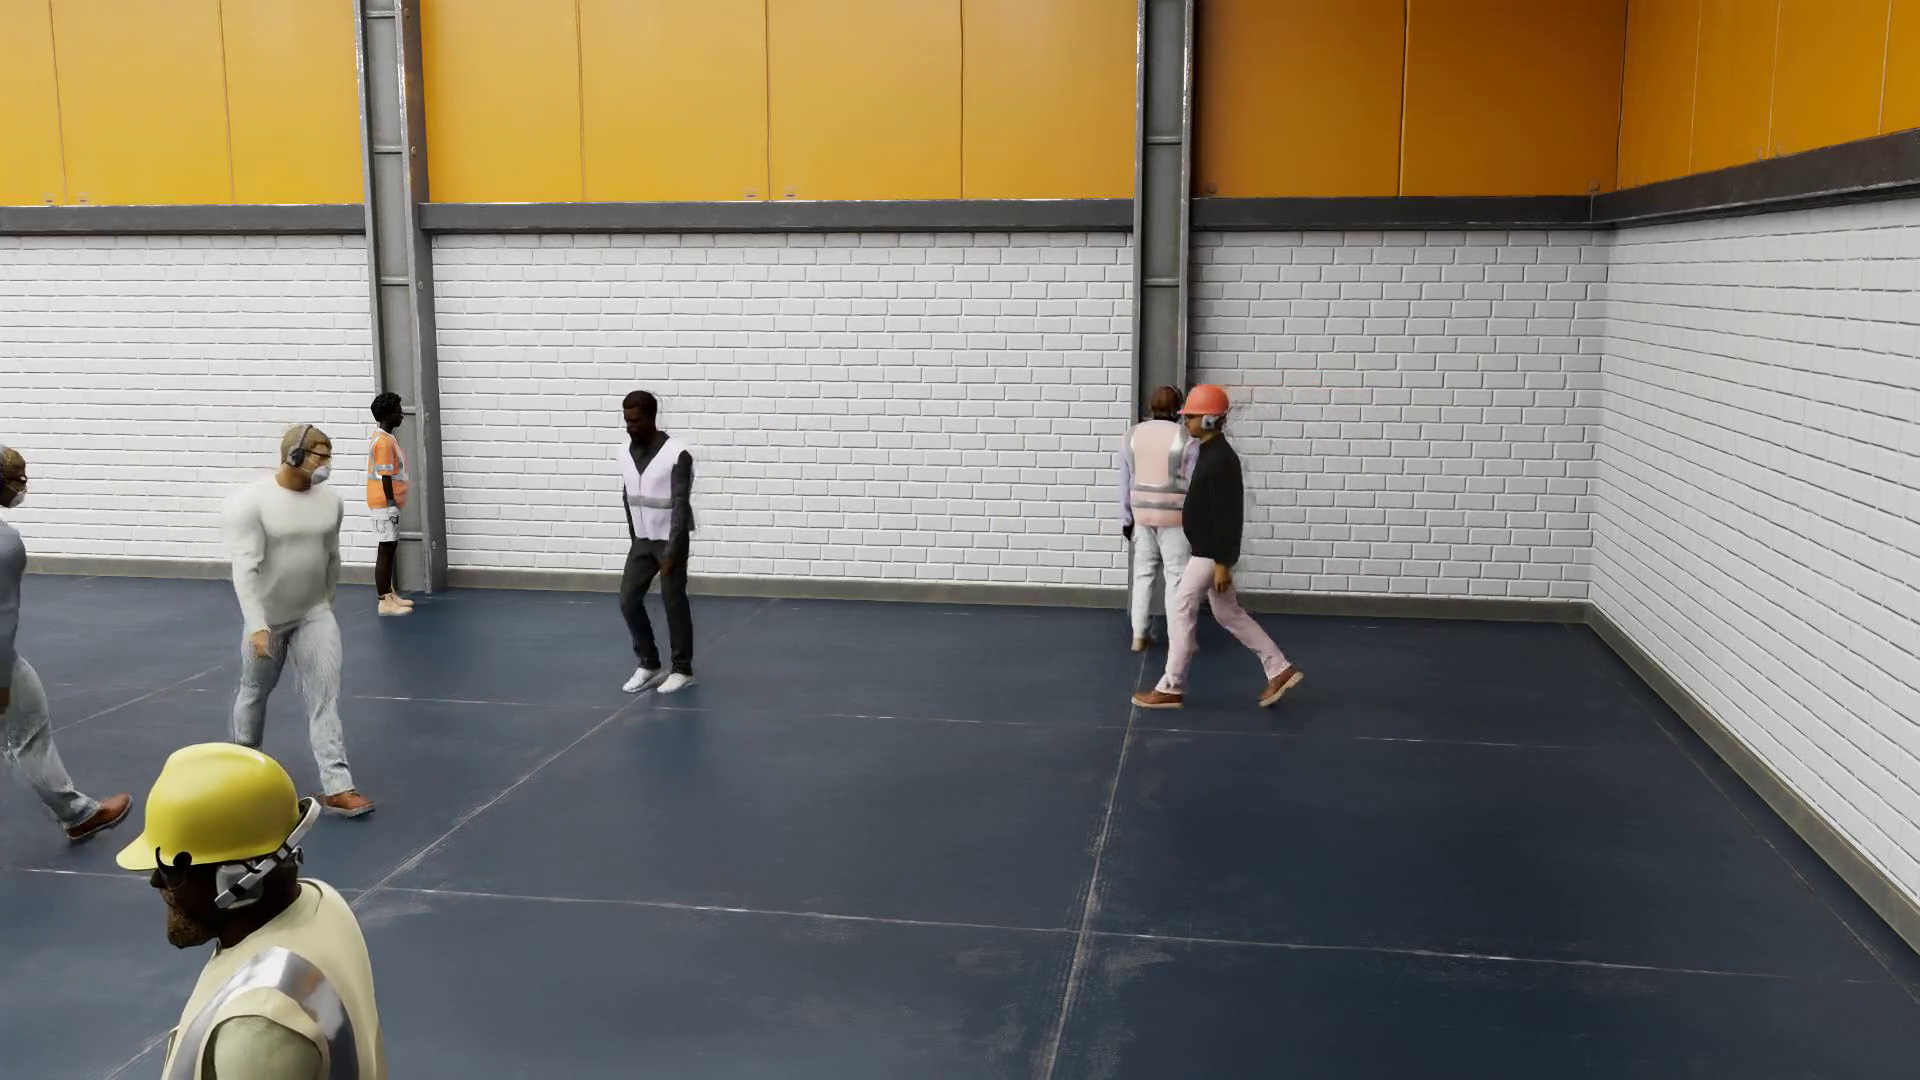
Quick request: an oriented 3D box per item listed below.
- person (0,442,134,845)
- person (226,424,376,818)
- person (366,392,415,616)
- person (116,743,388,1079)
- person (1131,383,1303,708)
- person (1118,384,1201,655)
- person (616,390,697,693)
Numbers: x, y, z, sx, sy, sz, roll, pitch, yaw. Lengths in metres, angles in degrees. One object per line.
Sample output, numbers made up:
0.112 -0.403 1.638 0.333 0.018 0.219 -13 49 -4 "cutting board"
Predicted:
-4.149 0.509 7.198 0.652 1.865 1.035 4 10 24 "person"
-3.235 0.380 8.038 1.004 1.879 0.649 8 12 39 "person"
-4.333 -0.273 12.612 0.320 1.694 0.531 -3 10 -16 "person"
-1.202 1.234 2.918 0.403 1.825 0.595 -2 9 -13 "person"
1.562 0.047 9.850 0.962 1.959 0.622 1 9 9 "person"
1.392 -0.135 11.295 0.635 1.841 0.429 7 11 36 "person"
-1.863 0.024 10.192 0.596 1.888 0.588 5 11 29 "person"
